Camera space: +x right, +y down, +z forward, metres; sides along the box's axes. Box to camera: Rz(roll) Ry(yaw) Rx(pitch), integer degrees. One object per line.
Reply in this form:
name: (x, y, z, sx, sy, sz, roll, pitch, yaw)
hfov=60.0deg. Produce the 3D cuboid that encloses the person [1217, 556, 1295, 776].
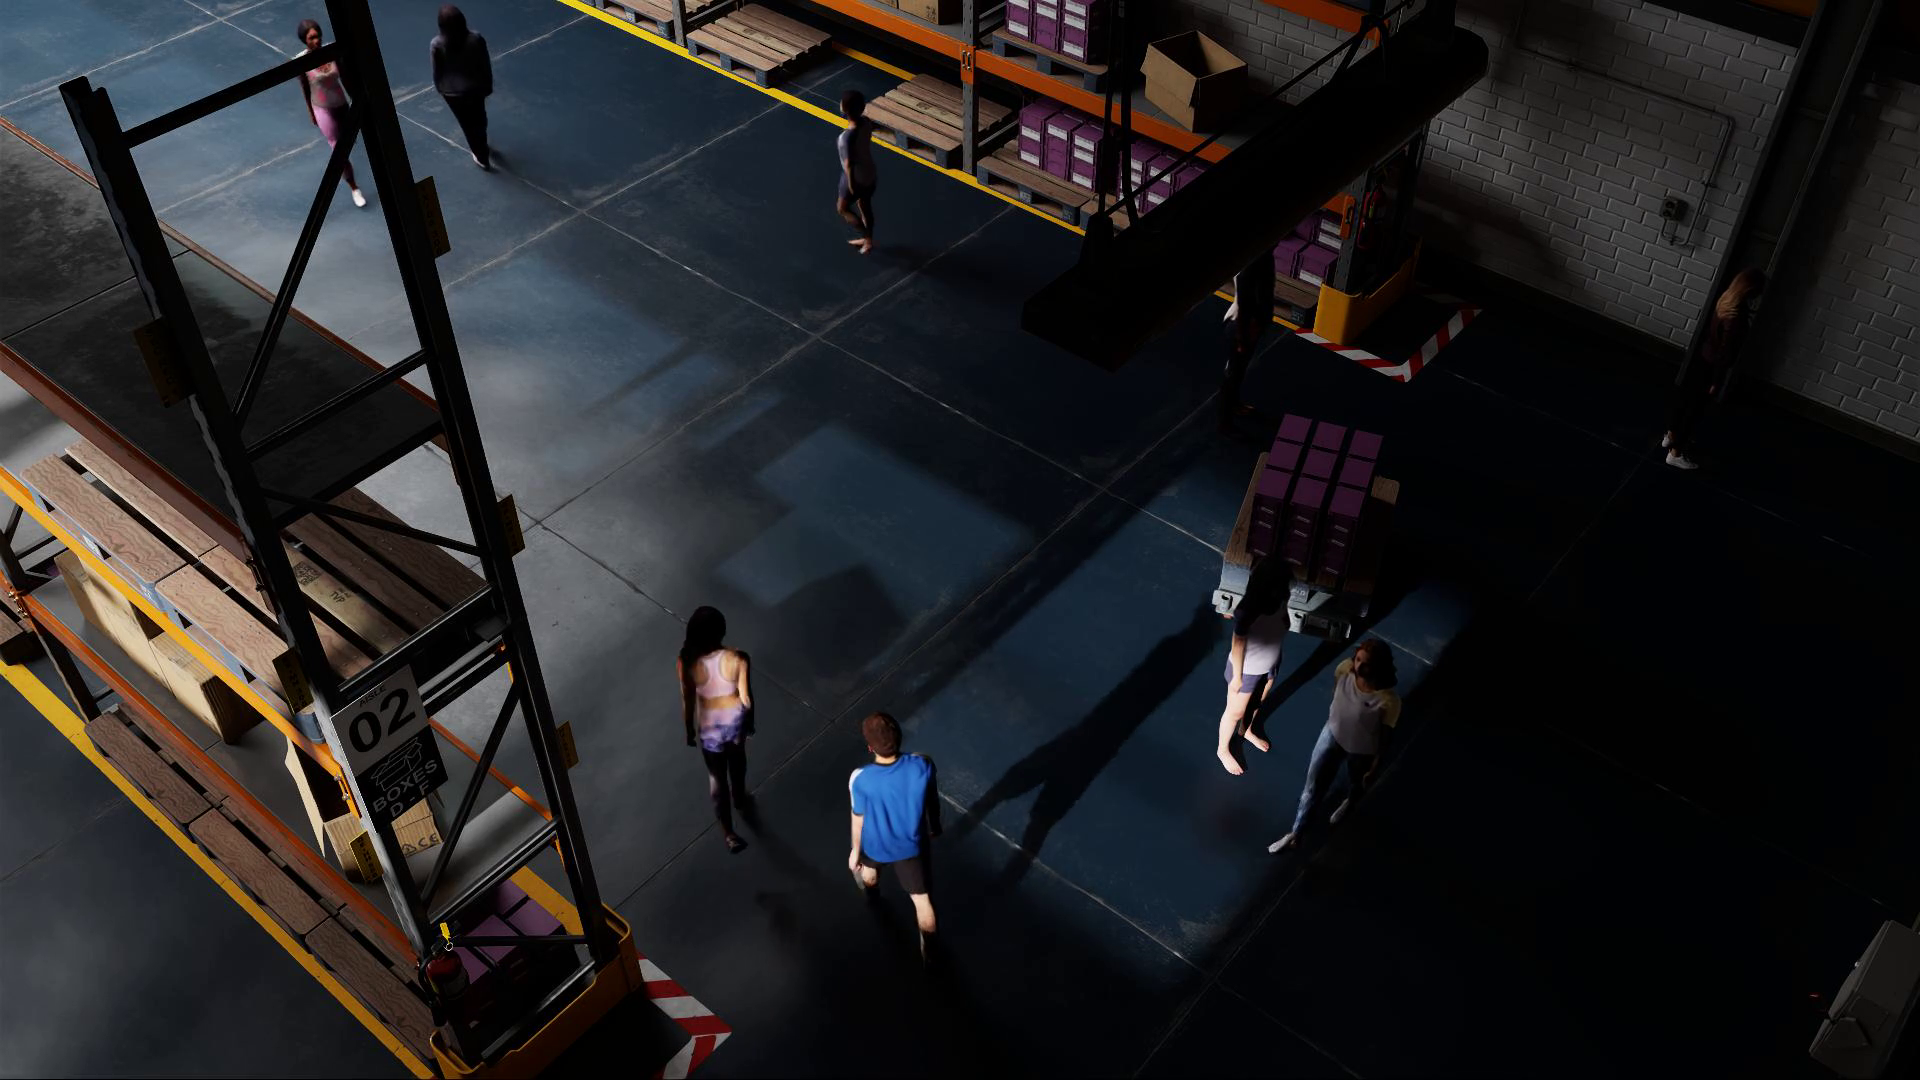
person: (1.818, 0.735, 10.224, 0.622, 1.707, 0.573, -32, 52, -29)

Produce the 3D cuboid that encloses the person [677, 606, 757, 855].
person: (-1.361, 1.159, 9.758, 0.970, 1.737, 1.101, -9, 44, -9)

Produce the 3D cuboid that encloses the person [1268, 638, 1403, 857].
person: (2.379, 1.150, 9.799, 0.781, 1.692, 0.983, -33, 53, -30)

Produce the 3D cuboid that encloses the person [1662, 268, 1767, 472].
person: (5.569, -1.294, 12.356, 0.652, 1.705, 0.673, 11, 45, 11)

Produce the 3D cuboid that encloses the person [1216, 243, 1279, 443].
person: (2.165, -1.634, 12.577, 0.706, 1.892, 0.751, 15, 46, 16)

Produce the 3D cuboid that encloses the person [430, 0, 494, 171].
person: (-4.591, -4.190, 15.491, 0.787, 1.574, 0.923, -26, 49, -25)

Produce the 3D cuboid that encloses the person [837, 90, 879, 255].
person: (-0.821, -3.172, 14.436, 0.659, 1.554, 0.630, 20, 47, 19)

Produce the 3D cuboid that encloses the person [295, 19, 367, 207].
person: (-5.733, -3.934, 15.119, 0.756, 1.716, 1.113, -26, 49, -25)

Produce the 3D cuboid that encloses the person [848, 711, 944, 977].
person: (-0.342, 1.720, 9.109, 1.075, 1.820, 1.238, -11, 45, -11)
